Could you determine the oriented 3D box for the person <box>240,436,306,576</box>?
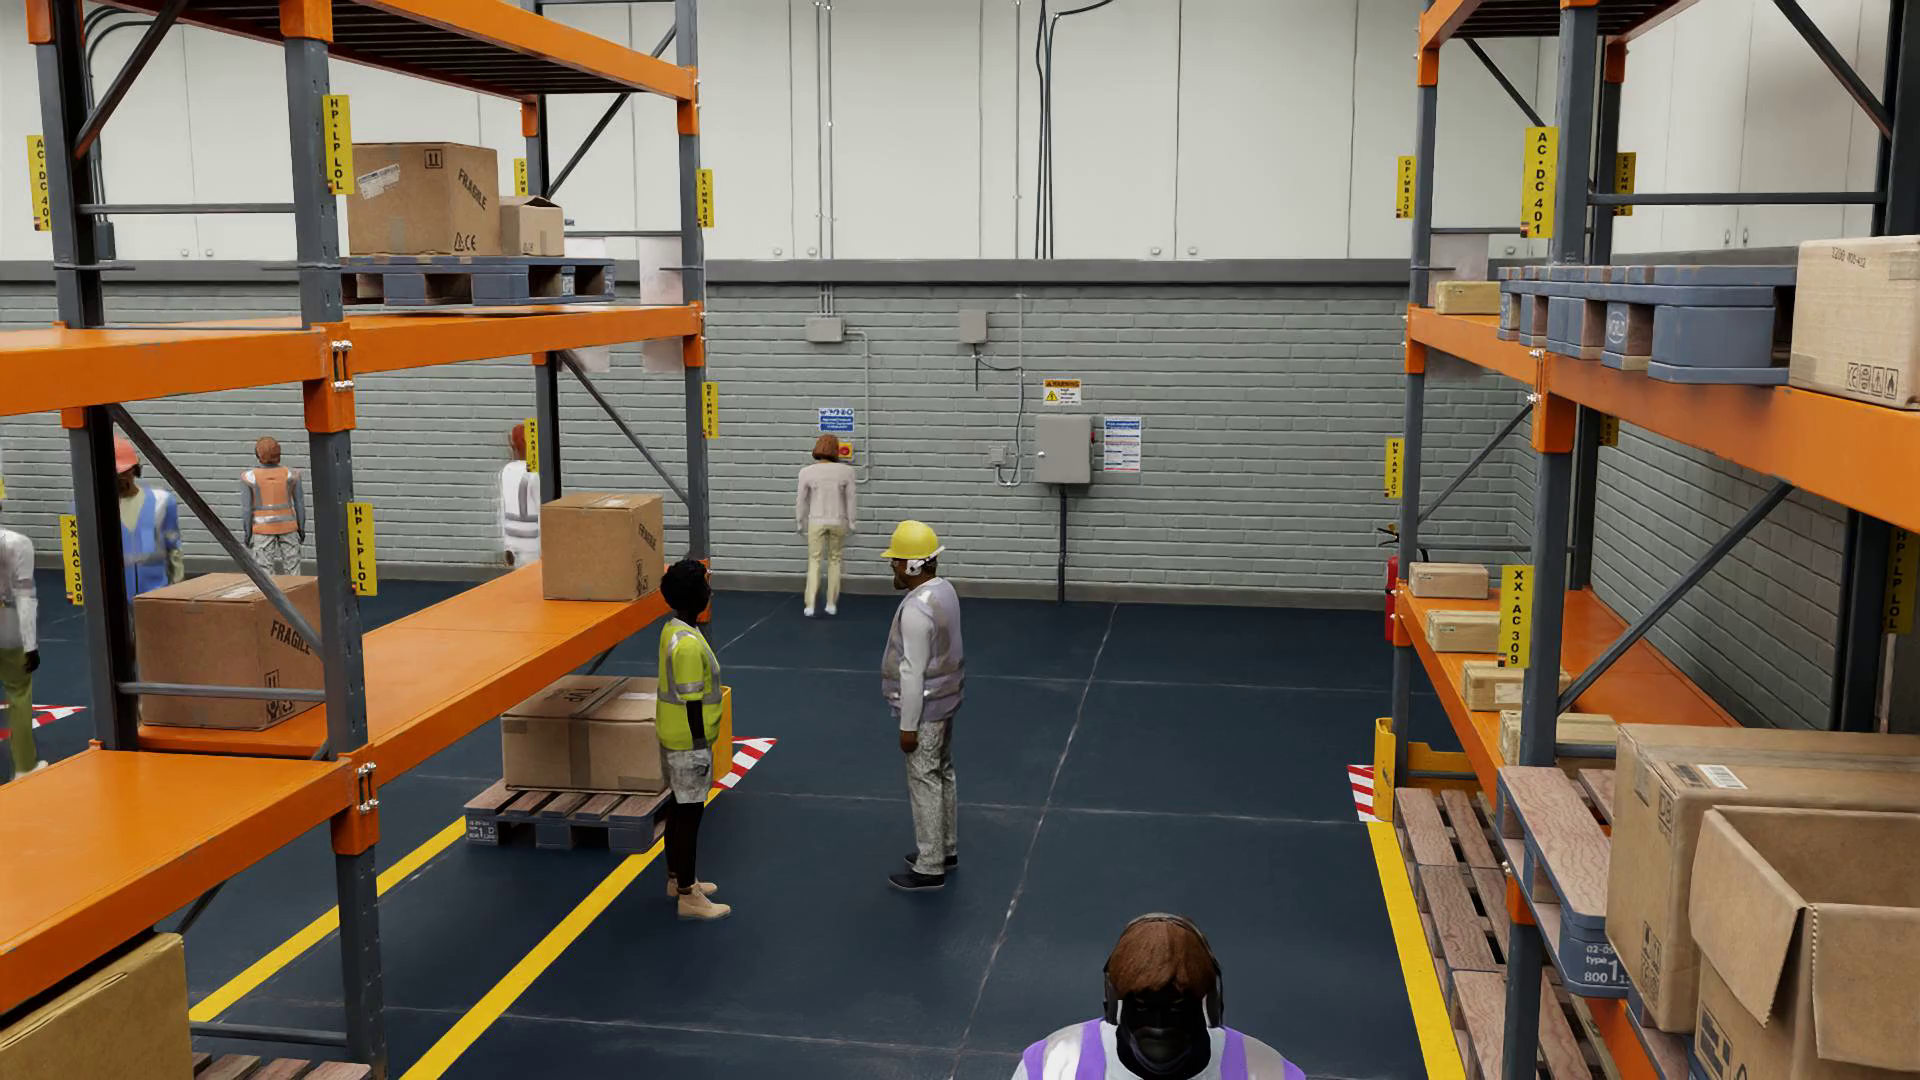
[{"bbox_3d":[-5.801,-0.059,14.086,0.511,1.643,0.308,-5,11,-30],"label":"person"}]

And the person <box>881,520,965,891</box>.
[{"bbox_3d":[-0.187,0.808,8.197,0.404,1.823,0.591,2,9,12],"label":"person"}]

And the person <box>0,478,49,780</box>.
[{"bbox_3d":[-5.613,0.548,9.565,0.593,1.900,0.823,-1,9,-4],"label":"person"}]

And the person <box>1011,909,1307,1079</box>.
[{"bbox_3d":[0.374,1.605,3.215,0.623,1.844,0.429,1,9,4],"label":"person"}]

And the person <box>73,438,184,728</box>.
[{"bbox_3d":[-5.134,0.365,10.398,0.626,1.990,1.015,-6,11,-34],"label":"person"}]

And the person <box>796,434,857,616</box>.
[{"bbox_3d":[-1.168,-0.128,14.597,0.529,1.614,0.347,-1,9,-9],"label":"person"}]

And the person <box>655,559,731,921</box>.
[{"bbox_3d":[-1.266,0.928,7.817,0.316,1.700,0.541,-3,10,-18],"label":"person"}]
